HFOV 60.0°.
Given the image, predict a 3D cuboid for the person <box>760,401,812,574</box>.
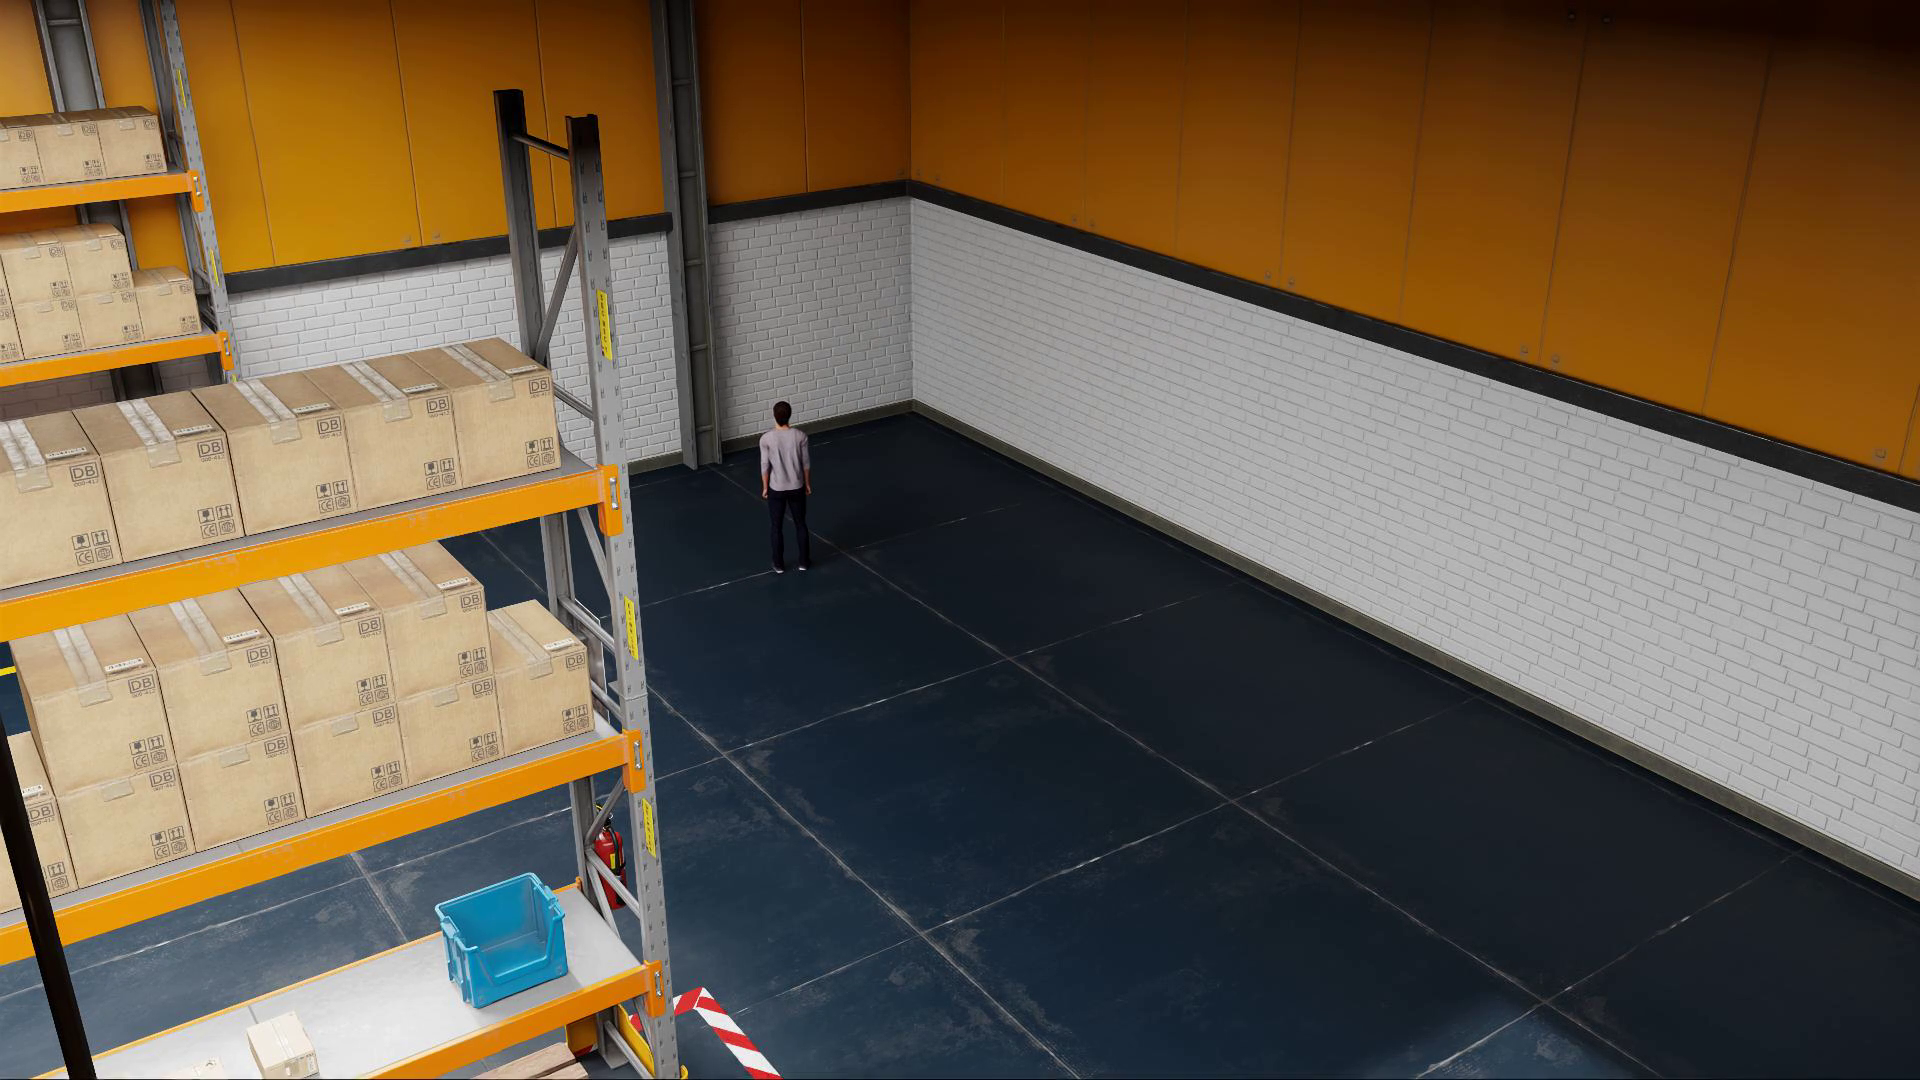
[{"bbox_3d":[-1.782,-0.550,17.070,0.633,1.844,0.792,-4,24,-10],"label":"person"}]
